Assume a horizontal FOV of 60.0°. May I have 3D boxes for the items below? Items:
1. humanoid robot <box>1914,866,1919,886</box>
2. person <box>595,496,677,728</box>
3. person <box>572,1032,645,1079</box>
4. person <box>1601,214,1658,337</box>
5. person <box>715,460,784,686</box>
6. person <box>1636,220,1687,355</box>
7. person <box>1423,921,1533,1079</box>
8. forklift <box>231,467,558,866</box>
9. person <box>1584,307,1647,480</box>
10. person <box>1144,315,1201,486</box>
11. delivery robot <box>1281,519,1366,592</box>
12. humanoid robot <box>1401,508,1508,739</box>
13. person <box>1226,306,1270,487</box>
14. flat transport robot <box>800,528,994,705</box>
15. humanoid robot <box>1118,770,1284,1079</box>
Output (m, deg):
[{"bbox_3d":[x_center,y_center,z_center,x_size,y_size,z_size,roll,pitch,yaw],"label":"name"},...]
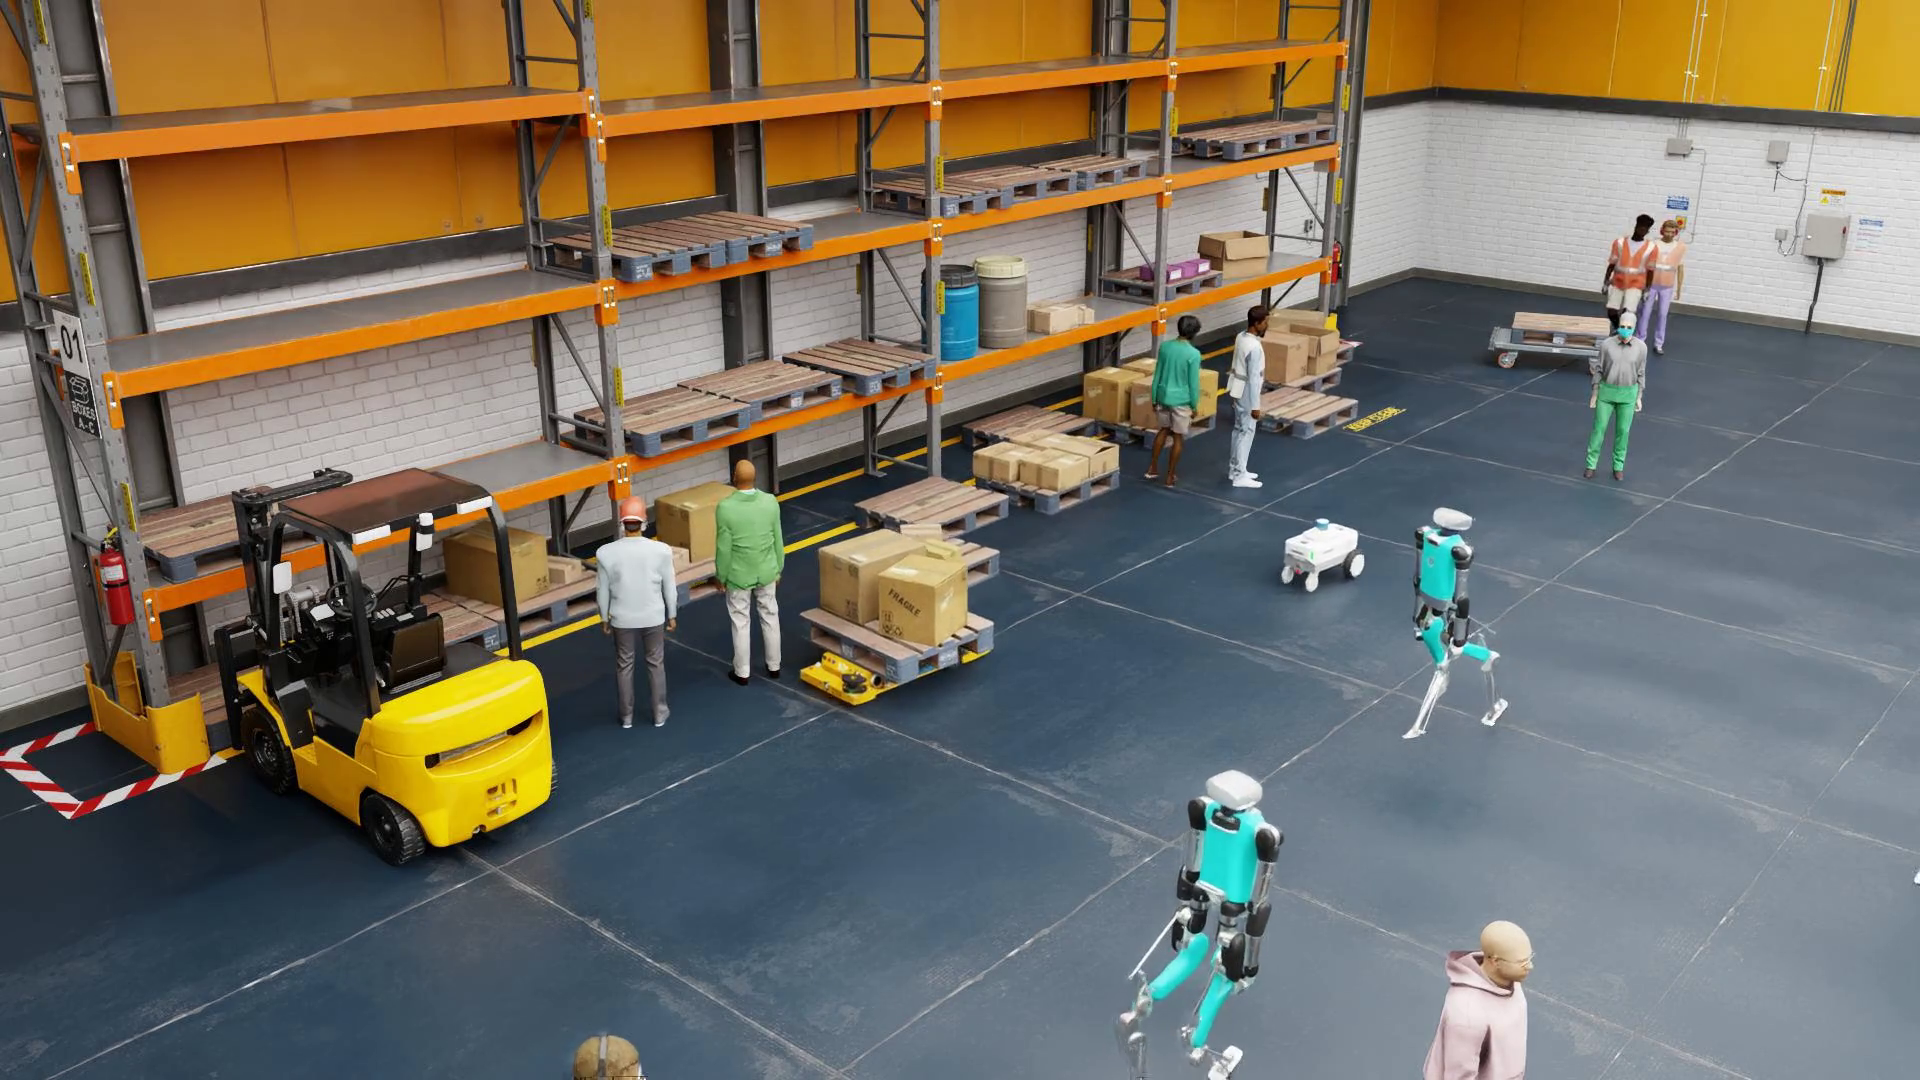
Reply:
[{"bbox_3d":[6.111,1.283,9.969,0.530,1.792,0.791,9,22,23],"label":"humanoid robot"},{"bbox_3d":[-2.326,0.522,12.008,0.572,1.742,0.352,-4,21,-10],"label":"person"},{"bbox_3d":[-1.282,2.624,6.075,0.707,1.904,0.641,-6,21,-16],"label":"person"},{"bbox_3d":[9.050,-3.464,22.543,0.654,1.934,0.618,12,23,29],"label":"person"},{"bbox_3d":[-1.604,0.248,12.692,0.553,1.782,0.384,-10,23,-26],"label":"person"},{"bbox_3d":[9.523,-3.442,22.626,0.561,1.832,0.418,6,21,15],"label":"person"},{"bbox_3d":[2.139,2.357,6.994,0.408,1.776,0.526,15,25,36],"label":"person"},{"bbox_3d":[-3.730,0.710,10.856,2.313,2.155,1.214,17,26,38],"label":"forklift"},{"bbox_3d":[6.888,-1.533,17.432,0.524,1.842,0.325,6,21,15],"label":"person"},{"bbox_3d":[2.202,-1.439,17.212,0.602,1.825,0.466,14,25,34],"label":"person"},{"bbox_3d":[3.240,0.105,14.861,0.774,0.599,0.499,-17,26,-39],"label":"delivery robot"},{"bbox_3d":[3.659,0.583,11.898,0.974,1.780,0.532,-9,22,-22],"label":"humanoid robot"},{"bbox_3d":[2.975,-1.483,17.211,0.413,1.907,0.597,-2,20,-4],"label":"person"},{"bbox_3d":[-0.500,0.913,13.077,1.431,0.231,0.659,-18,27,-40],"label":"flat transport robot"},{"bbox_3d":[1.070,2.031,7.971,1.044,1.731,0.542,-17,26,-38],"label":"humanoid robot"}]
